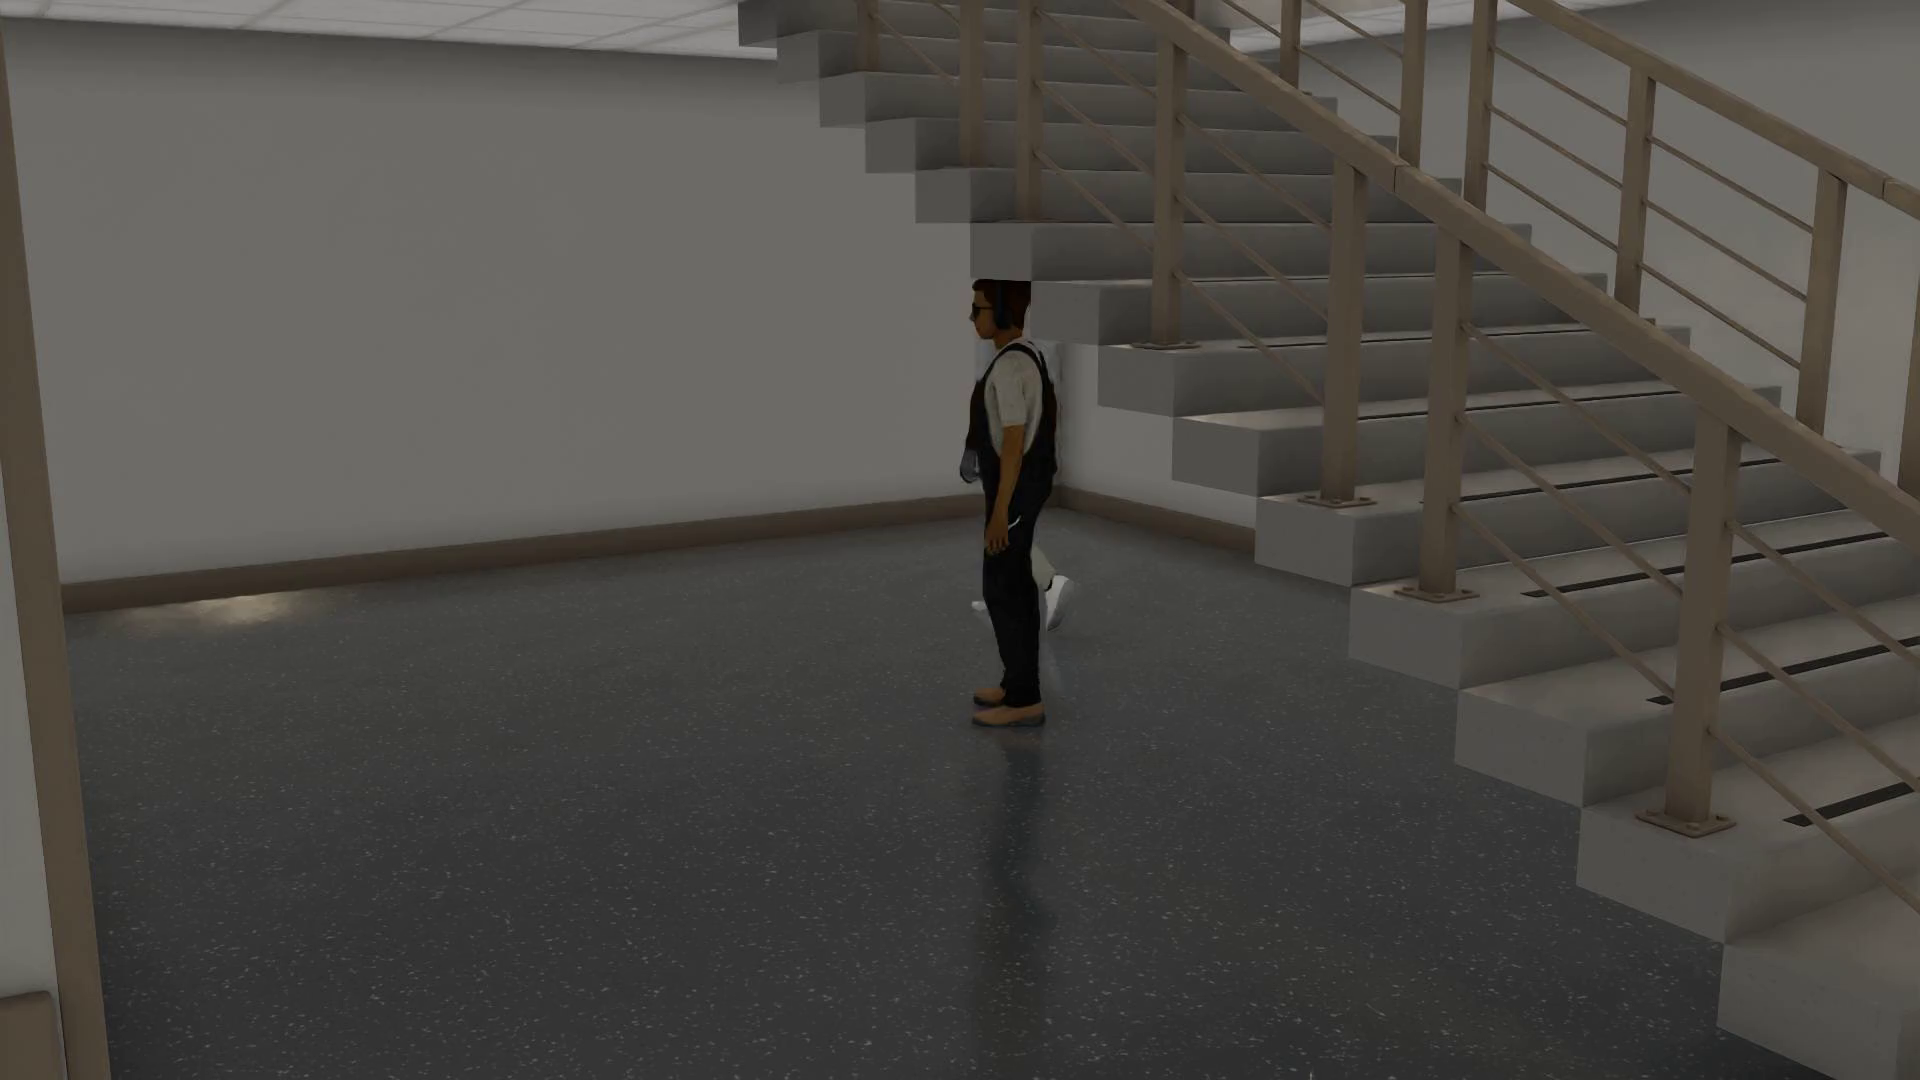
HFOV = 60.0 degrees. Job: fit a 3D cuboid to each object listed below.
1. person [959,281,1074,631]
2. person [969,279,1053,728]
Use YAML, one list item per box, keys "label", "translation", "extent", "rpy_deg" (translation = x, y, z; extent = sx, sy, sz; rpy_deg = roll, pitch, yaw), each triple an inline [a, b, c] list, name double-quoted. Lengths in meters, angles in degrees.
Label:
- label: "person"
  translation: [0.313, -0.463, 8.308]
  extent: [0.529, 1.841, 0.770]
  rpy_deg: [-9, 14, -40]
- label: "person"
  translation: [0.194, -0.152, 6.698]
  extent: [0.343, 1.840, 0.549]
  rpy_deg: [2, 11, 11]
